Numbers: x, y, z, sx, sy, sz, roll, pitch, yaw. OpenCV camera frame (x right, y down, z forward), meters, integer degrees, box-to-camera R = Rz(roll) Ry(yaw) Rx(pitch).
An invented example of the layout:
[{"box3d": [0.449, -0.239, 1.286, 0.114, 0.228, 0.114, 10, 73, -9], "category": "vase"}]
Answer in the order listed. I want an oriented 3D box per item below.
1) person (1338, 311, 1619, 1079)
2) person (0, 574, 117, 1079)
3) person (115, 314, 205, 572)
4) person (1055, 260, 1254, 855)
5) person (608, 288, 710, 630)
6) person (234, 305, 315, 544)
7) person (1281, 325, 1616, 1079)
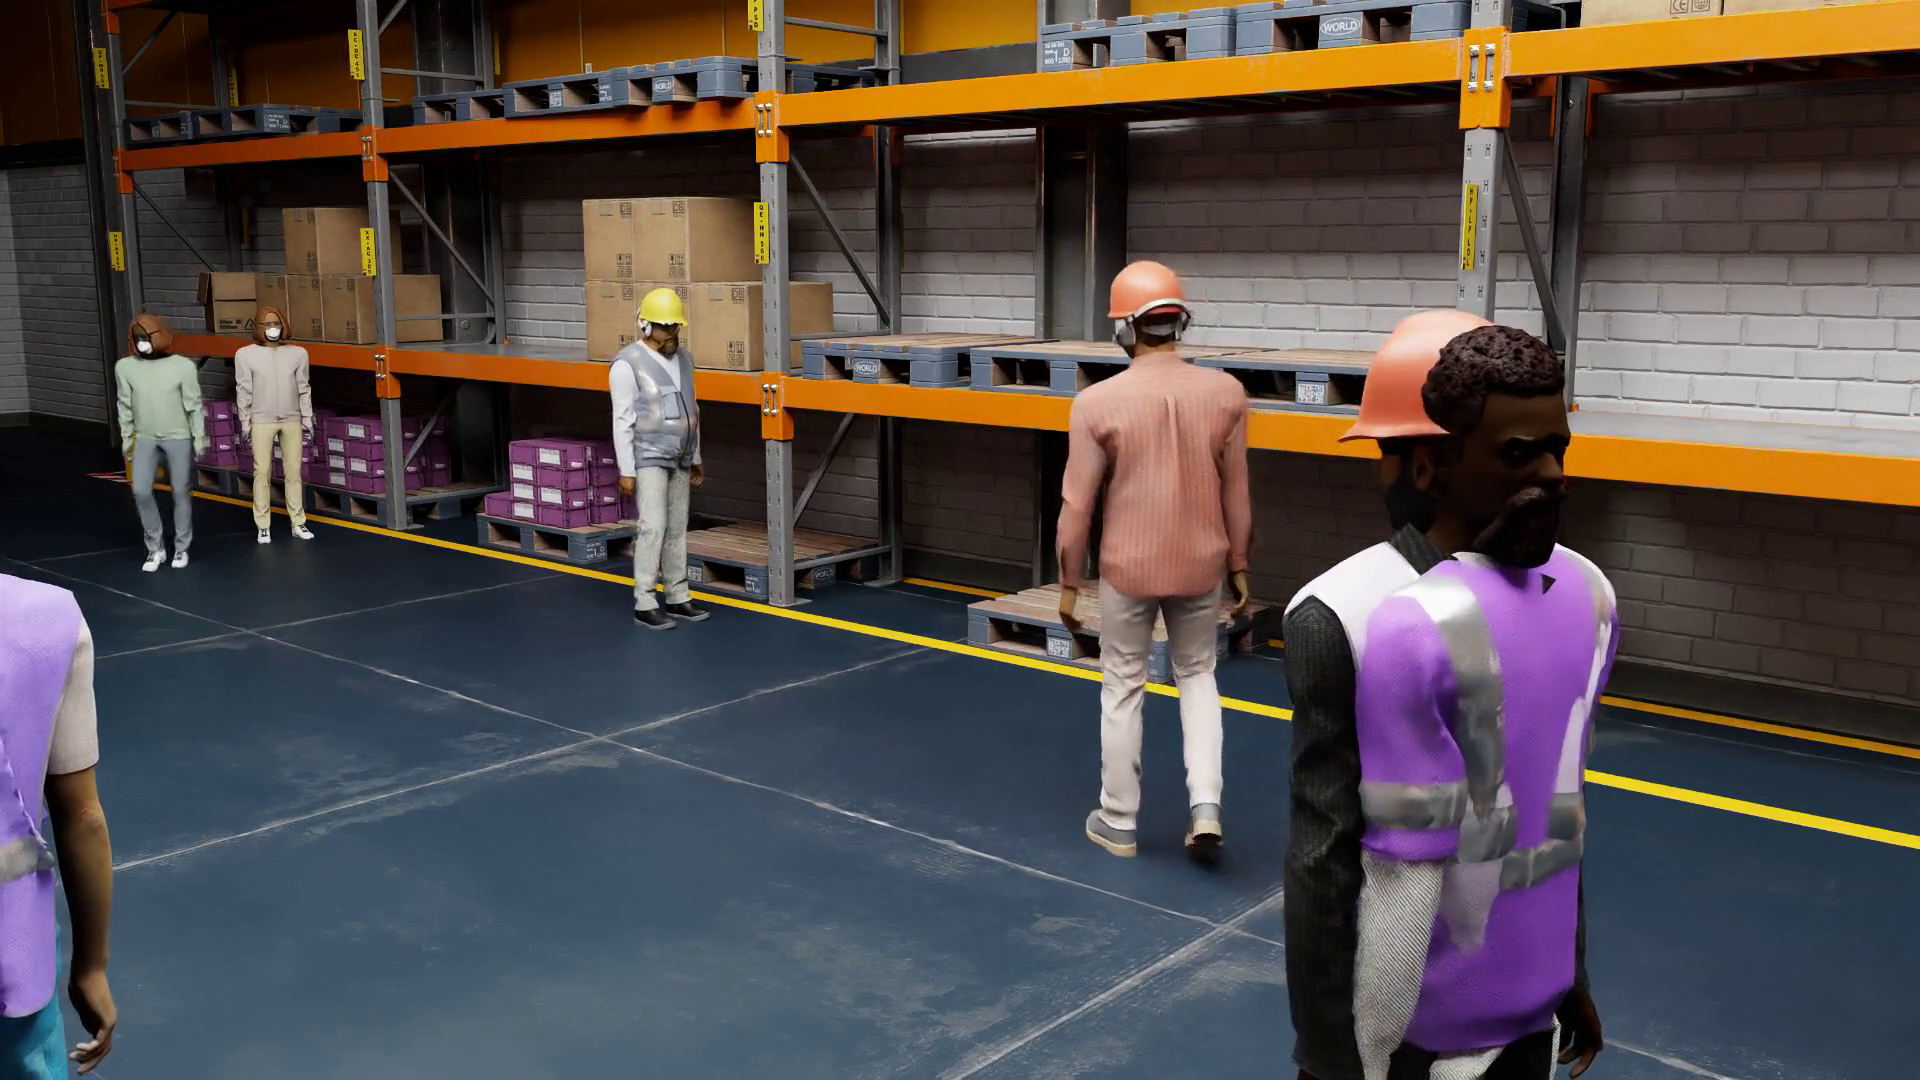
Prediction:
[{"box3d": [0.700, 0.636, 2.459, 0.551, 1.932, 0.378, -9, 14, -42], "category": "person"}, {"box3d": [-1.501, 0.697, 2.391, 0.389, 1.838, 0.563, 9, 14, 42], "category": "person"}, {"box3d": [-4.994, -0.600, 10.391, 0.524, 1.606, 0.537, -2, 10, -10], "category": "person"}, {"box3d": [0.630, 0.088, 5.444, 0.662, 1.981, 0.524, -2, 10, -12], "category": "person"}, {"box3d": [-1.602, -0.438, 8.928, 0.412, 1.816, 0.607, 6, 11, 29], "category": "person"}, {"box3d": [-4.713, -0.797, 11.477, 0.500, 1.633, 0.279, -8, 13, -38], "category": "person"}, {"box3d": [0.703, 0.650, 2.427, 0.596, 1.918, 0.384, -6, 12, -33], "category": "person"}]
